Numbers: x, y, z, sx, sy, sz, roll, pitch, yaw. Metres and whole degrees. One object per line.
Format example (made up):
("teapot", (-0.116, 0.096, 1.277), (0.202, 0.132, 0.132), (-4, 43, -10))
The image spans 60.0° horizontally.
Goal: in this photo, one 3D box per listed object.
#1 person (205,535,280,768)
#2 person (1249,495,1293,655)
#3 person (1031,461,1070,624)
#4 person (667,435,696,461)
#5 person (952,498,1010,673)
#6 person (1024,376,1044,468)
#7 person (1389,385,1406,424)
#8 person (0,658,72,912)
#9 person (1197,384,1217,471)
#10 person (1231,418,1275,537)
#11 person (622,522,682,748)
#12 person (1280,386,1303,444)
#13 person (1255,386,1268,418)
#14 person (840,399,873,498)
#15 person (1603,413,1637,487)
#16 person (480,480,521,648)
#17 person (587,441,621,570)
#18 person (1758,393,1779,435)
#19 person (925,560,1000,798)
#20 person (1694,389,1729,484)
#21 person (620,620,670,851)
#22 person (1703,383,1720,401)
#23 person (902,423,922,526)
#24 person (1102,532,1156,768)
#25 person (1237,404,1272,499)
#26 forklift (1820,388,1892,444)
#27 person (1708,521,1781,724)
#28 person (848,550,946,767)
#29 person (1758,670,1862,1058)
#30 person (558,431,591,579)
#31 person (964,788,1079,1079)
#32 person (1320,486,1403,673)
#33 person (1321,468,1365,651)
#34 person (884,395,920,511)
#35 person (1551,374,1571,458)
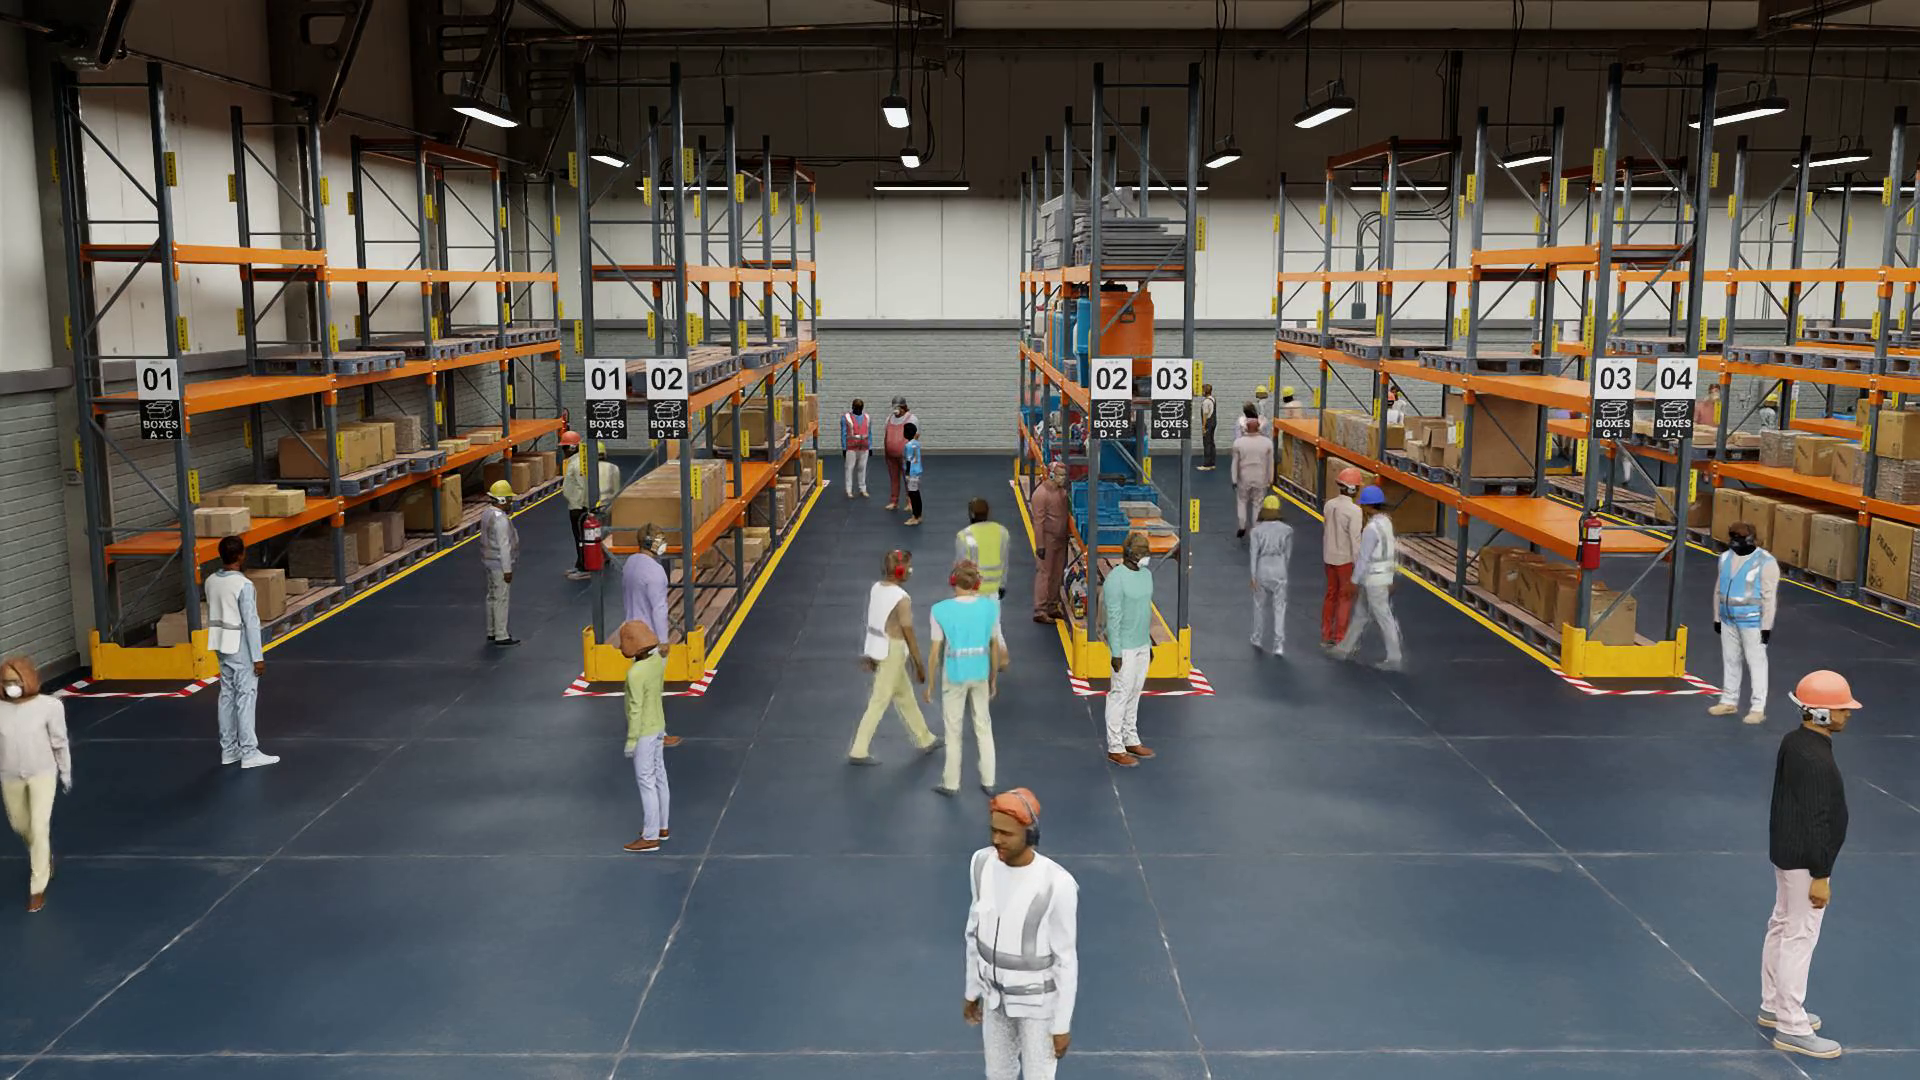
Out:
("person", (-5.935, 0.914, 13.647), (0.594, 1.921, 0.388), (6, 10, 32))
("person", (3.342, 0.370, 17.882), (0.476, 1.691, 0.868), (0, 9, 3))
("person", (1.093, 0.025, 19.460), (0.401, 1.899, 0.647), (6, 11, 34))
("person", (-4.478, -1.062, 26.420), (0.544, 1.912, 0.791), (2, 9, 11))
("person", (0.228, 0.491, 16.686), (0.664, 1.824, 0.597), (-5, 10, -29))
("person", (1.582, -2.484, 35.328), (0.639, 1.974, 0.553), (4, 10, 25))
("person", (8.972, -2.268, 34.336), (0.333, 1.860, 0.501), (-7, 11, -37))
("person", (-6.023, 1.521, 10.763), (0.506, 1.605, 0.747), (-2, 9, -14))
("person", (5.236, -2.379, 35.109), (0.343, 1.839, 0.506), (5, 10, 30))
("person", (4.515, -0.934, 25.651), (0.663, 1.892, 0.470), (1, 9, 9))
("person", (-2.670, 0.812, 14.259), (0.377, 1.936, 0.628), (-6, 11, -34))
("person", (6.710, -2.166, 33.575), (0.563, 1.880, 0.604), (6, 10, 32))
("person", (6.506, -2.469, 35.978), (0.320, 1.742, 0.492), (3, 9, 20))
("person", (-1.891, -1.687, 30.648), (0.622, 1.840, 0.429), (-4, 10, -27))
("person", (12.905, -1.945, 32.502), (0.606, 1.776, 0.943), (1, 9, 7))
("person", (-5.026, 0.257, 18.204), (0.404, 1.824, 0.591), (-6, 10, -32))
("person", (-4.995, -0.475, 23.043), (0.601, 1.787, 0.932), (-2, 9, -10))
("person", (16.319, -2.092, 33.594), (0.326, 1.735, 0.491), (0, 9, -3))
("person", (0.040, 1.080, 12.835), (0.579, 1.844, 0.378), (-3, 9, -19))
("person", (14.840, -2.069, 32.959), (0.670, 1.881, 0.669), (4, 10, 22))
("person", (-2.219, 1.364, 11.676), (0.278, 1.633, 0.497), (2, 9, 11))
("person", (15.902, -2.391, 35.172), (0.429, 1.842, 0.650), (3, 9, 16))
("person", (-0.783, -1.079, 27.220), (0.321, 1.689, 0.532), (2, 9, 11))
("person", (1.413, 0.890, 13.750), (0.372, 1.939, 0.631), (6, 11, 33))
("person", (5.341, -1.589, 30.217), (0.640, 1.783, 0.810), (4, 10, 25))
("forklift", (20.072, -3.110, 36.462), (1.873, 2.768, 1.129), (0, 9, 0))
("person", (7.111, 0.742, 15.095), (0.433, 1.831, 0.650), (-3, 9, -20))
("person", (-0.501, 0.967, 13.714), (0.987, 1.787, 0.590), (-4, 10, -23))
("person", (4.409, 1.654, 8.650), (0.379, 1.996, 0.610), (2, 9, 13))
("person", (-5.165, -0.469, 22.314), (0.399, 1.989, 0.623), (-3, 9, -19))
("person", (0.250, 1.959, 7.076), (0.581, 1.879, 0.344), (9, 12, 44))
("person", (4.132, 0.391, 17.032), (0.958, 1.901, 0.614), (4, 10, 25))
("person", (4.154, 0.213, 17.981), (0.448, 1.978, 0.627), (-4, 10, -24))
("person", (-1.053, -1.518, 28.911), (0.684, 2.000, 0.535), (5, 10, 29))
("person", (13.555, -2.758, 37.313), (0.566, 1.908, 0.715), (3, 9, 19))
